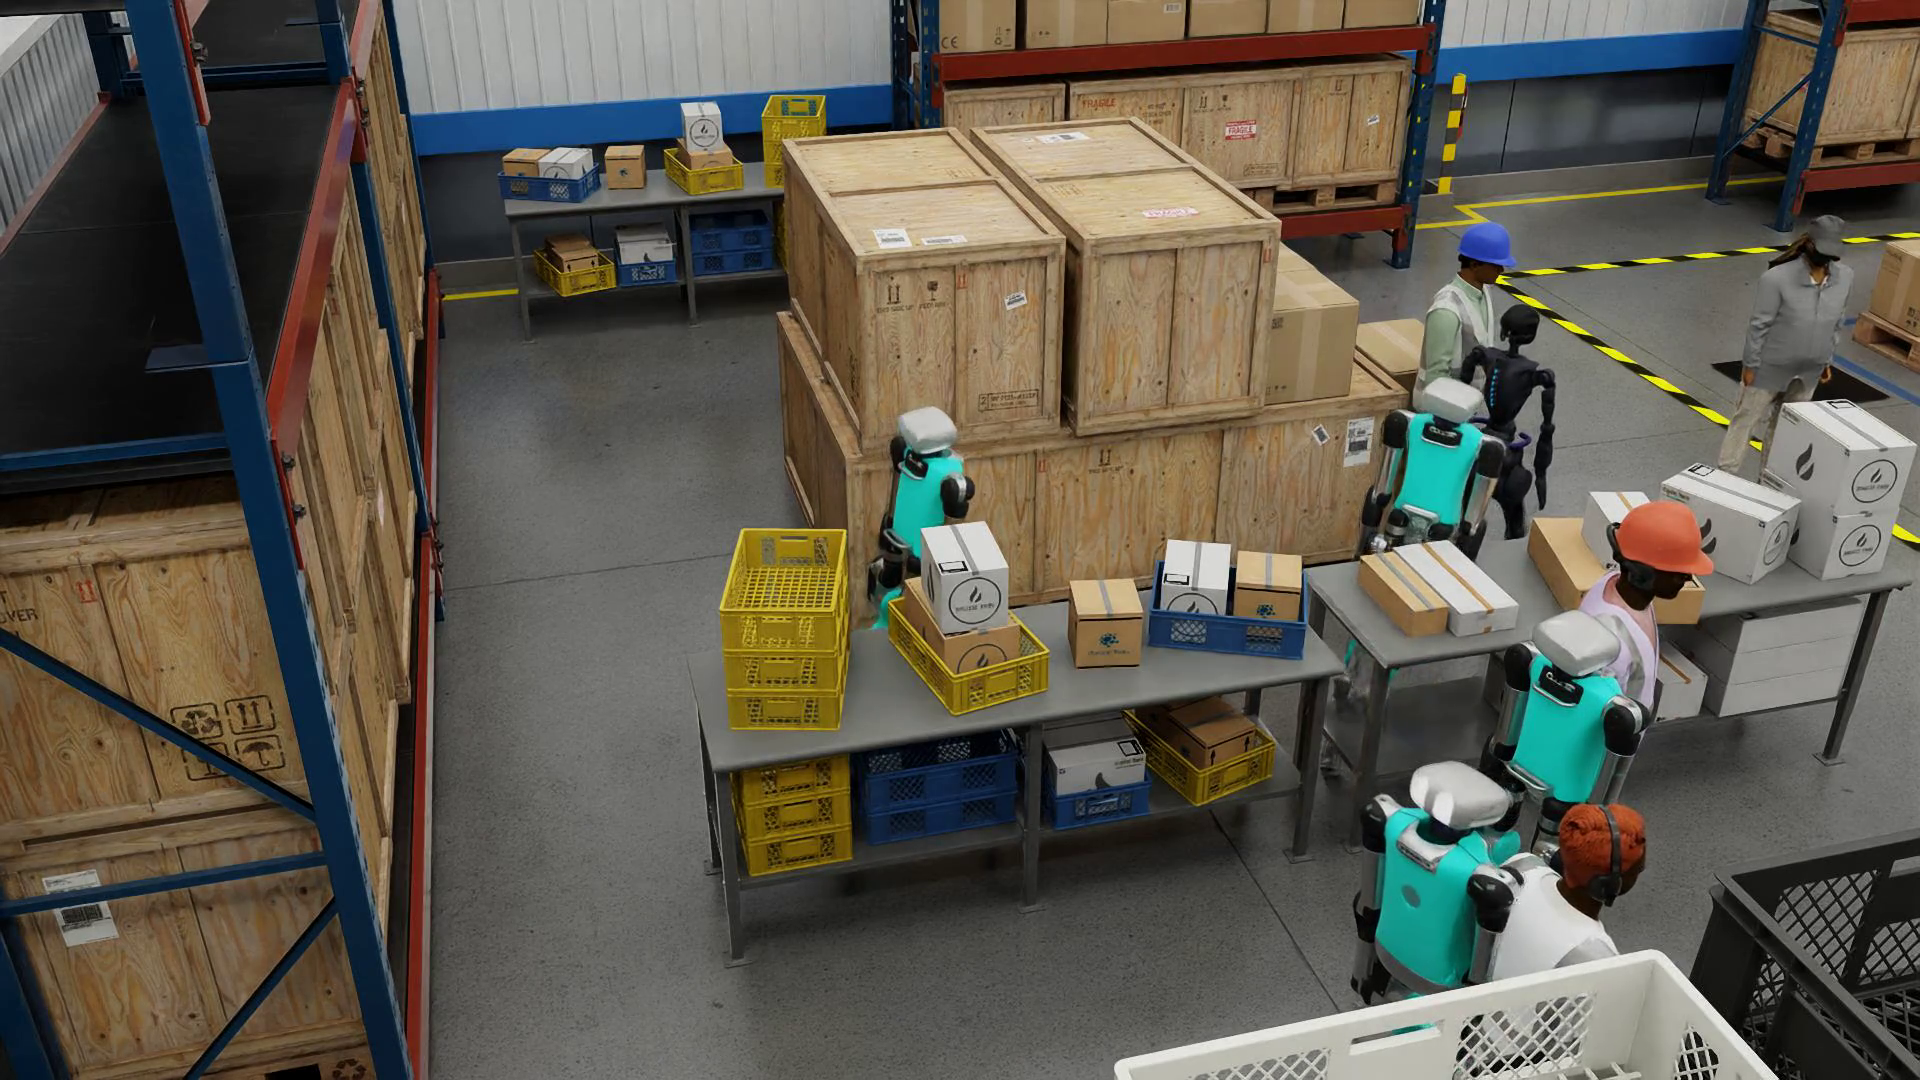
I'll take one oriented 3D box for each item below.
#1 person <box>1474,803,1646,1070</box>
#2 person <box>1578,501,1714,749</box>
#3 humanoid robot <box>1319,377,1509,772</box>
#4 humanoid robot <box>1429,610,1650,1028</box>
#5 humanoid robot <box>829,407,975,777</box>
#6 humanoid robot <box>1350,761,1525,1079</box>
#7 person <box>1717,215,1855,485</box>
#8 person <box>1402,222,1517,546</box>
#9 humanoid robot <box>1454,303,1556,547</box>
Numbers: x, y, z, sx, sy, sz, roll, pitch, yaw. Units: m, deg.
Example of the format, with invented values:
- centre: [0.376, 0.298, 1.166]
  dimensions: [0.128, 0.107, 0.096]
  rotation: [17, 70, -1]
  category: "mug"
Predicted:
- centre: [1.627, 1.516, 4.690]
  dimensions: [0.343, 1.882, 0.578]
  rotation: [-6, 29, -10]
  category: "person"
- centre: [2.276, 0.767, 5.904]
  dimensions: [0.413, 2.034, 0.601]
  rotation: [13, 31, 22]
  category: "person"
- centre: [1.902, 0.261, 7.208]
  dimensions: [0.563, 1.867, 0.762]
  rotation: [18, 33, 29]
  category: "humanoid robot"
- centre: [1.769, 1.058, 5.534]
  dimensions: [0.735, 1.677, 0.533]
  rotation: [-15, 32, -26]
  category: "humanoid robot"
- centre: [-0.342, 0.305, 7.008]
  dimensions: [0.954, 1.722, 0.552]
  rotation: [-16, 33, -27]
  category: "humanoid robot"
- centre: [1.529, 1.366, 5.059]
  dimensions: [0.678, 1.757, 0.545]
  rotation: [-18, 34, -30]
  category: "humanoid robot"
- centre: [4.655, -0.989, 9.362]
  dimensions: [0.564, 1.760, 0.407]
  rotation: [-4, 29, -7]
  category: "person"
- centre: [2.580, -0.729, 8.714]
  dimensions: [0.412, 1.939, 0.602]
  rotation: [19, 34, 31]
  category: "person"
- centre: [2.708, -0.420, 8.416]
  dimensions: [0.332, 1.654, 0.599]
  rotation: [-23, 36, -35]
  category: "humanoid robot"
